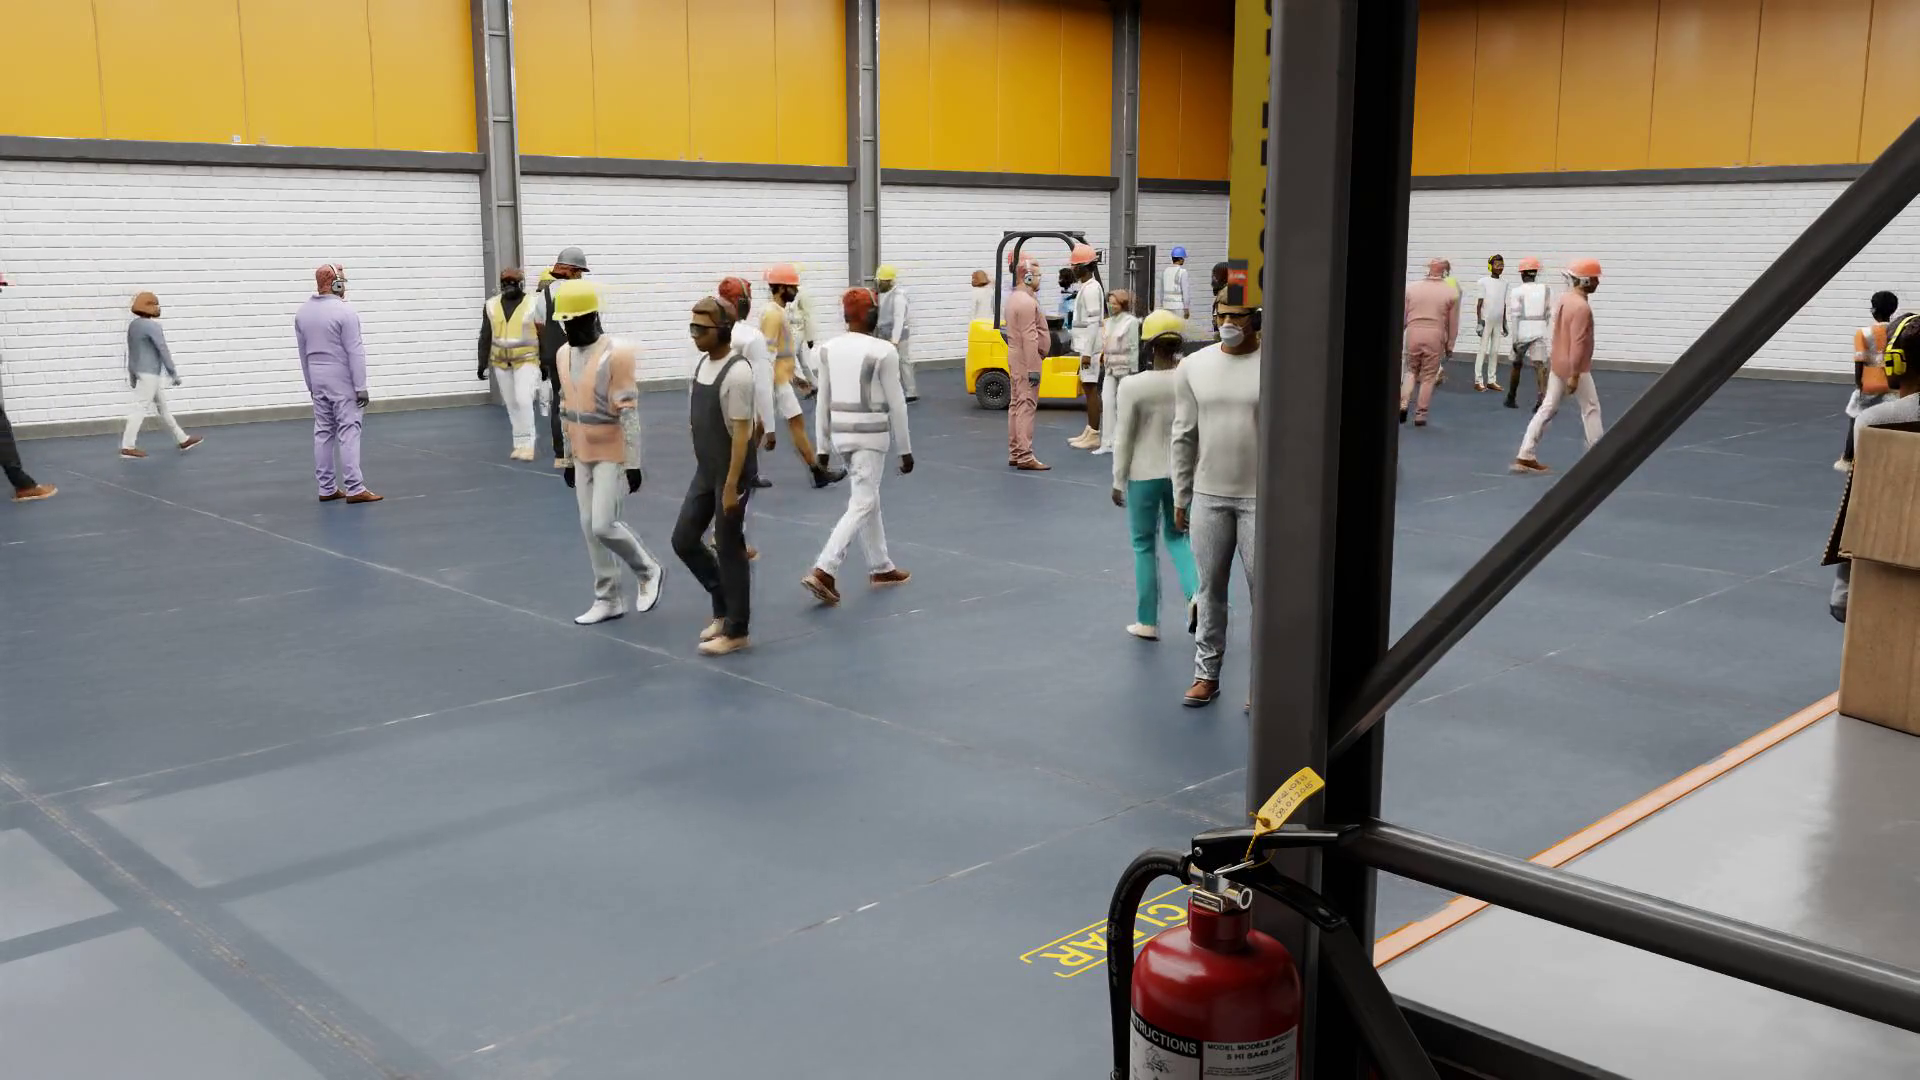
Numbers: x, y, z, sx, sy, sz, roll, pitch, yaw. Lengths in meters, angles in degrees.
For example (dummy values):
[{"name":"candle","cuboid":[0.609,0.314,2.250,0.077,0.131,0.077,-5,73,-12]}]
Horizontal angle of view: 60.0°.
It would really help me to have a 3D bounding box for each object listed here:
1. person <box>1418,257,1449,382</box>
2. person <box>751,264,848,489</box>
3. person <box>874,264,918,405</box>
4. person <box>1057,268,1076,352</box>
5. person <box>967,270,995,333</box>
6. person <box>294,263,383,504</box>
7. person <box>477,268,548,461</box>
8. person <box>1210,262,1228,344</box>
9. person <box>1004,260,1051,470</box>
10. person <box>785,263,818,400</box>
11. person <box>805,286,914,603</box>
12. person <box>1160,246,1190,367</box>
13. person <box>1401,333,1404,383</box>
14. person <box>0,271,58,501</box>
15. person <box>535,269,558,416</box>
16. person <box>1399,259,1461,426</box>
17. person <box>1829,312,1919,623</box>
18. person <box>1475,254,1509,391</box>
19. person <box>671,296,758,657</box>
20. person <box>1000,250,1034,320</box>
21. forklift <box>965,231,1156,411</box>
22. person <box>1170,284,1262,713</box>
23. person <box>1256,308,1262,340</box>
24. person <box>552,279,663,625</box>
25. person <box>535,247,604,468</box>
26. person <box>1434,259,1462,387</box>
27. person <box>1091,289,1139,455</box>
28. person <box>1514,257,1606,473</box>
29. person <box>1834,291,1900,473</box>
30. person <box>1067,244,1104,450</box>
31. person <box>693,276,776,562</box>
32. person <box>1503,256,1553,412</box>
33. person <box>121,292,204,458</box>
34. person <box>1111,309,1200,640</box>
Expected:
[{"name":"person","cuboid":[6.848,-3.170,24.059,0.828,1.820,0.623,-8,13,-36]},{"name":"person","cuboid":[-1.447,-1.360,13.971,0.997,1.885,0.565,-1,10,-6]},{"name":"person","cuboid":[-0.860,-2.543,20.758,0.859,1.764,0.604,-7,13,-34]},{"name":"person","cuboid":[1.468,-2.892,22.870,0.365,1.684,0.554,0,10,1]},{"name":"person","cuboid":[0.328,-3.181,24.606,0.524,1.619,0.463,-10,14,-43]},{"name":"person","cuboid":[-4.963,-1.242,13.285,0.641,1.909,0.409,5,12,26]},{"name":"person","cuboid":[-4.255,-1.648,15.721,0.647,1.819,0.692,2,11,9]},{"name":"person","cuboid":[2.546,-1.682,15.751,0.534,1.883,0.636,3,11,15]},{"name":"person","cuboid":[0.624,-1.596,15.205,0.411,1.911,0.643,-2,11,-11]},{"name":"person","cuboid":[-2.115,-2.653,21.336,0.972,1.787,0.582,-8,13,-38]},{"name":"person","cuboid":[-0.619,-0.566,9.784,0.577,1.851,0.953,8,13,37]},{"name":"person","cuboid":[3.527,-3.803,27.135,0.400,1.945,0.615,-7,13,-35]},{"name":"person","cuboid":[3.725,-1.382,14.905,0.499,1.596,0.825,4,11,22]},{"name":"person","cuboid":[-7.885,-1.238,13.207,1.023,1.941,0.665,-6,12,-31]},{"name":"person","cuboid":[-4.846,-2.337,19.722,0.487,1.736,0.321,-1,10,-4]},{"name":"person","cuboid":[5.238,-2.203,18.637,0.698,1.868,0.461,5,12,26]},{"name":"person","cuboid":[3.393,0.119,6.007,0.509,1.860,0.318,-2,11,-12]},{"name":"person","cuboid":[7.313,-2.974,22.830,0.508,1.872,0.329,-4,11,-22]},{"name":"person","cuboid":[-1.228,-0.313,8.409,0.403,1.829,0.532,-7,13,-35]},{"name":"person","cuboid":[0.699,-3.077,23.260,0.780,1.913,0.571,9,14,40]},{"name":"forklift","cuboid":[1.222,-2.721,20.561,2.313,2.155,1.214,2,11,13]},{"name":"person","cuboid":[1.244,-0.188,7.473,0.627,1.936,0.362,5,11,24]},{"name":"person","cuboid":[3.031,-1.981,17.498,0.596,1.850,0.515,-3,11,-17]},{"name":"person","cuboid":[-1.954,-0.470,9.082,0.627,1.894,0.548,8,13,38]},{"name":"person","cuboid":[-3.502,-1.658,15.186,0.677,2.000,0.536,8,13,38]},{"name":"person","cuboid":[6.615,-2.967,22.990,0.641,1.807,0.701,-2,11,-9]},{"name":"person","cuboid":[1.635,-1.642,16.249,0.707,1.618,0.540,-7,12,-33]},{"name":"person","cuboid":[5.475,-1.539,14.824,1.018,1.947,0.622,0,10,-2]},{"name":"person","cuboid":[8.074,-1.351,14.584,0.535,1.651,0.885,1,10,5]},{"name":"person","cuboid":[1.252,-1.919,16.612,0.394,2.040,0.609,1,10,3]},{"name":"person","cuboid":[-1.449,-0.772,10.823,0.600,1.865,0.435,7,13,35]},{"name":"person","cuboid":[6.934,-2.495,20.218,0.541,1.889,1.022,0,10,0]},{"name":"person","cuboid":[-7.816,-1.604,16.138,0.504,1.584,0.892,9,13,39]},{"name":"person","cuboid":[1.059,-0.320,8.687,0.527,1.757,0.433,-4,11,-21]}]
